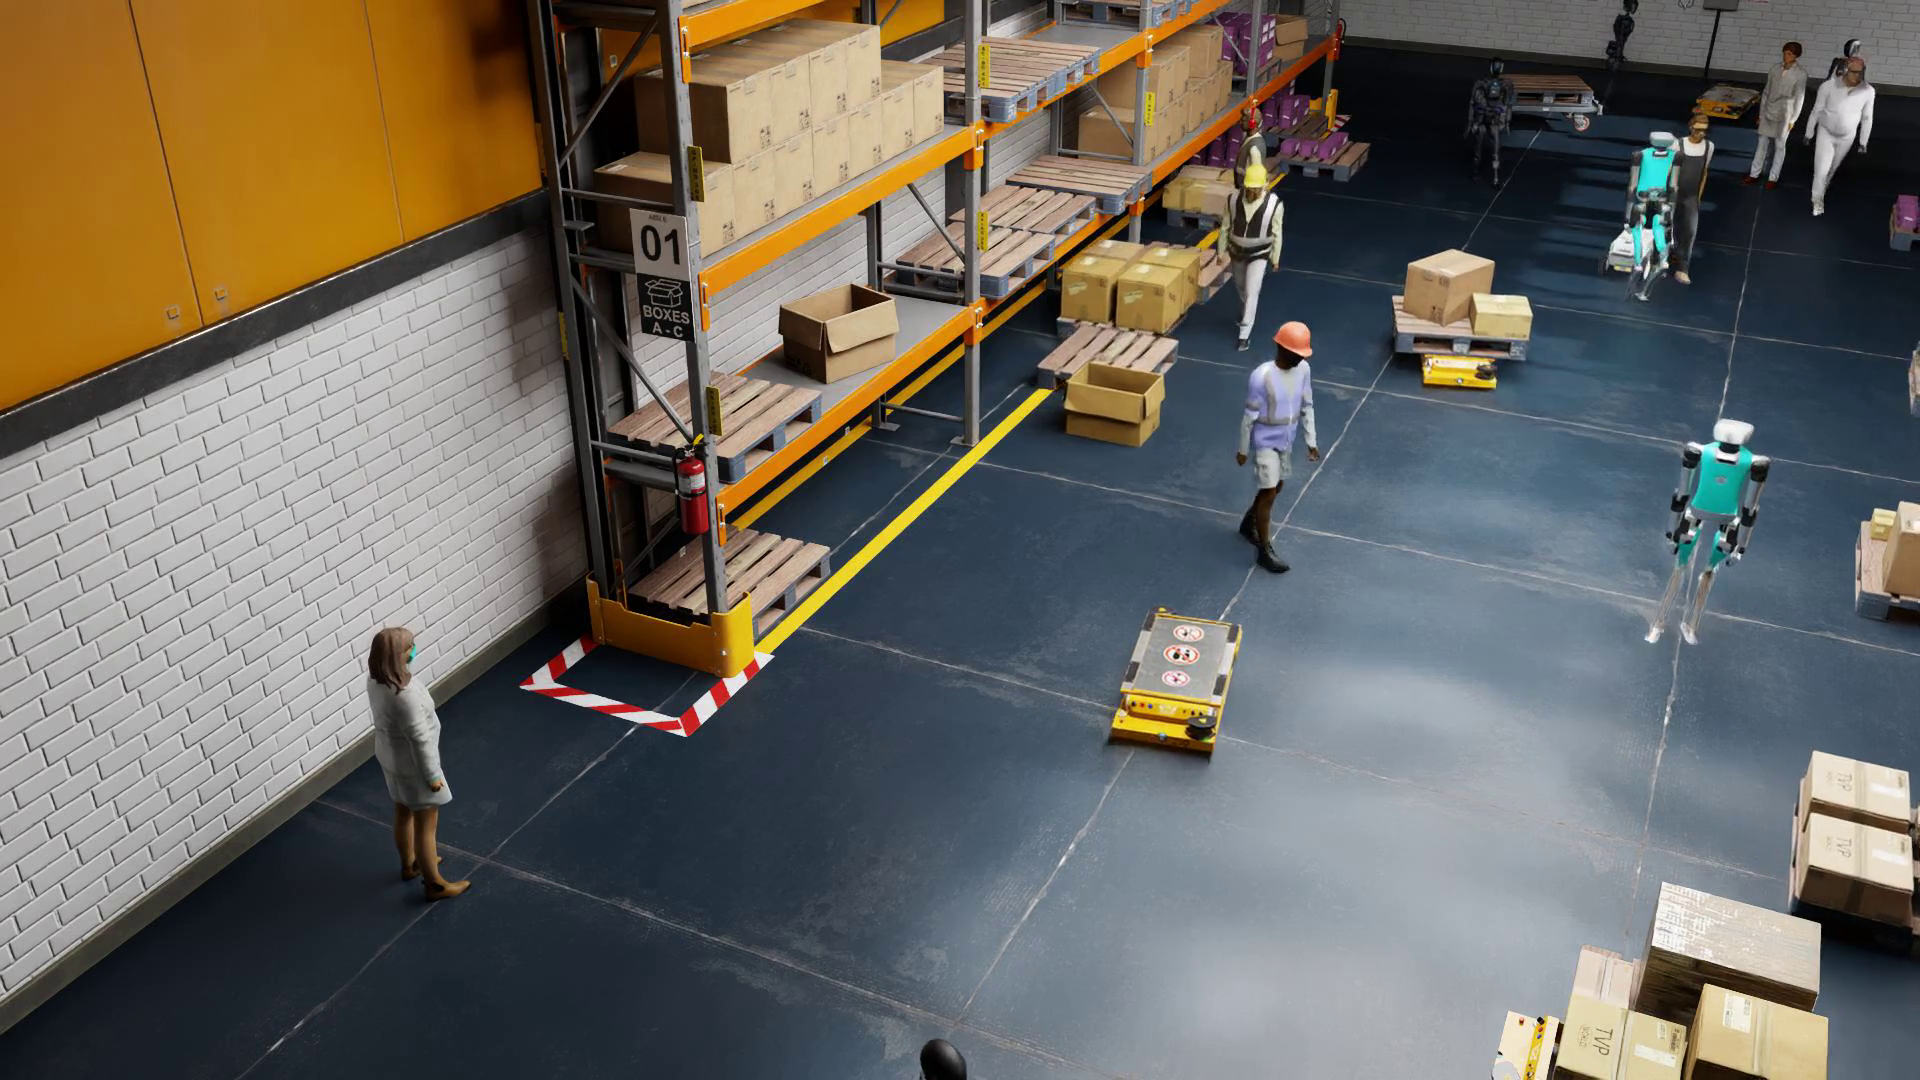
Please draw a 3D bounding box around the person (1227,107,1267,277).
[{"bbox_3d":[3.136,-3.781,18.078,0.378,1.844,0.568,2,28,3],"label":"person"}]

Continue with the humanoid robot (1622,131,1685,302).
[{"bbox_3d":[7.204,-3.257,17.290,0.531,1.841,0.760,1,28,2],"label":"humanoid robot"}]

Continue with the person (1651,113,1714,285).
[{"bbox_3d":[7.774,-3.654,17.864,0.520,1.822,0.739,2,28,3],"label":"person"}]

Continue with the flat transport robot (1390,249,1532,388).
[{"bbox_3d":[4.802,-1.842,16.144,0.659,0.231,1.431,5,29,9],"label":"flat transport robot"}]

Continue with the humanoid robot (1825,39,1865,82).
[{"bbox_3d":[11.606,-5.776,21.958,0.600,1.640,0.593,-14,31,-24],"label":"humanoid robot"}]

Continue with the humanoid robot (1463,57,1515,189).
[{"bbox_3d":[6.715,-5.304,21.121,0.587,1.623,0.747,2,28,4],"label":"humanoid robot"}]

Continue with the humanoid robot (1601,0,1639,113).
[{"bbox_3d":[9.659,-7.123,24.459,0.351,1.640,0.589,12,31,21],"label":"humanoid robot"}]

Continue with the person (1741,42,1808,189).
[{"bbox_3d":[10.349,-5.373,21.047,0.369,1.831,0.504,-21,35,-34],"label":"person"}]

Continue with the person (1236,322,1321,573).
[{"bbox_3d":[2.345,-0.743,12.397,0.556,1.911,0.678,-19,34,-31],"label":"person"}]

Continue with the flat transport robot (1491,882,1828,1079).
[{"bbox_3d":[3.262,2.645,7.824,1.431,0.231,0.659,13,31,22],"label":"flat transport robot"}]

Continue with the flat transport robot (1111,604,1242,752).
[{"bbox_3d":[1.465,0.897,11.065,0.659,0.231,1.431,8,29,14],"label":"flat transport robot"}]

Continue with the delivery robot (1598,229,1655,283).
[{"bbox_3d":[7.398,-3.178,18.339,0.499,0.614,0.796,17,33,29],"label":"delivery robot"}]

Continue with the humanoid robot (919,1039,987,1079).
[{"bbox_3d":[-0.073,2.584,6.466,0.591,1.635,0.670,-19,34,-31],"label":"humanoid robot"}]

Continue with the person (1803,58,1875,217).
[{"bbox_3d":[10.570,-4.823,19.984,0.671,1.859,0.948,5,29,8],"label":"person"}]

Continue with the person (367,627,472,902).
[{"bbox_3d":[-2.965,1.199,9.034,0.337,1.660,0.497,-24,36,-37],"label":"person"}]

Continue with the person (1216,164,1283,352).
[{"bbox_3d":[2.858,-2.852,16.436,0.608,1.801,0.889,15,32,25],"label":"person"}]

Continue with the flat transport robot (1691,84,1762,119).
[{"bbox_3d":[11.492,-6.554,24.881,0.659,0.231,1.431,19,34,32],"label":"flat transport robot"}]

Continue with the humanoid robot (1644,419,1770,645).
[{"bbox_3d":[5.102,-0.077,11.325,0.531,1.775,0.730,14,31,24],"label":"humanoid robot"}]
